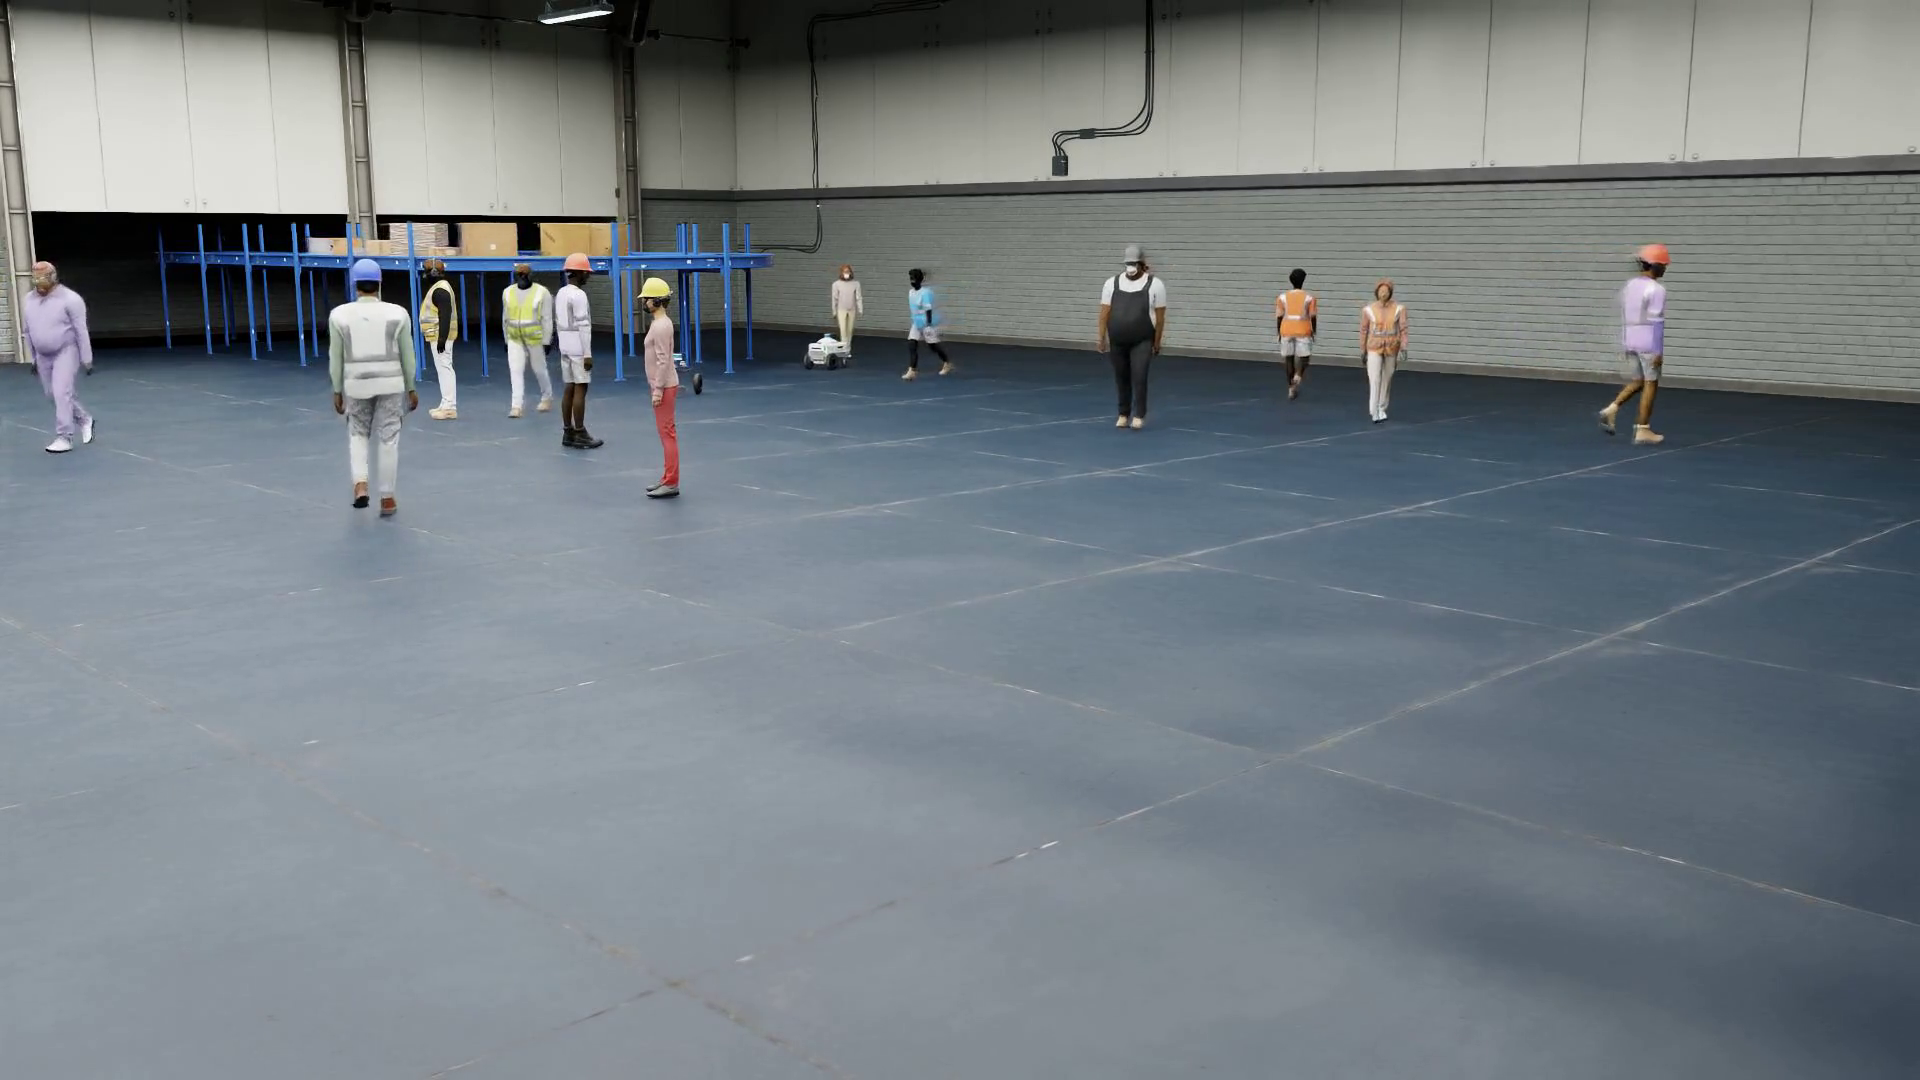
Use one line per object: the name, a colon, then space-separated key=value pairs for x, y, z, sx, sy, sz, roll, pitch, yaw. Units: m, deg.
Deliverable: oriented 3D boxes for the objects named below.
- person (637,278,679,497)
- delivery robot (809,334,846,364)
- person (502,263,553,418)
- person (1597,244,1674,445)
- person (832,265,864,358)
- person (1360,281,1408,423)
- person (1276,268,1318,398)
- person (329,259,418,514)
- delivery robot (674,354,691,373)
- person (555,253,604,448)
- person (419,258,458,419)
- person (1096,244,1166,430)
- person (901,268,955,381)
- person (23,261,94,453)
person: x=-2.448 y=-1.241 z=13.548 sx=0.315 sy=1.769 sz=0.525 roll=-2 pitch=11 yaw=-9
delivery robot: x=-2.118 y=-3.051 z=26.582 sx=0.477 sy=0.478 sz=0.707 roll=5 pitch=12 yaw=25
person: x=-5.108 y=-2.387 z=19.743 sx=0.630 sy=1.798 sz=0.941 roll=1 pitch=10 yaw=6
person: x=6.899 y=-1.982 z=16.879 sx=0.583 sy=2.022 sz=0.624 roll=-2 pitch=11 yaw=-11
person: x=-1.927 y=-3.922 z=28.648 sx=0.503 sy=1.588 sz=0.849 roll=-3 pitch=11 yaw=-17
person: x=4.809 y=-2.139 z=18.905 sx=0.512 sy=1.594 sz=0.864 roll=1 pitch=10 yaw=5
person: x=4.352 y=-2.678 z=21.577 sx=0.549 sy=1.683 sz=0.470 roll=4 pitch=11 yaw=21
person: x=-4.442 y=-1.161 z=12.642 sx=0.625 sy=1.930 sz=0.431 roll=-2 pitch=11 yaw=-12
delivery robot: x=-3.743 y=-2.360 z=22.104 sx=0.335 sy=0.223 sz=0.698 roll=0 pitch=10 yaw=2
person: x=-3.826 y=-1.906 z=16.710 sx=0.378 sy=1.932 sz=0.551 roll=-8 pitch=13 yaw=-37
person: x=-6.055 y=-2.339 z=19.327 sx=0.429 sy=1.841 sz=0.634 roll=-4 pitch=11 yaw=-19
person: x=1.846 y=-2.211 z=18.203 sx=0.702 sy=2.000 sz=0.842 roll=4 pitch=11 yaw=20
person: x=-0.465 y=-3.196 z=24.573 sx=0.853 sy=1.646 sz=0.536 roll=-8 pitch=13 yaw=-38
person: x=-8.903 y=-1.829 z=16.503 sx=0.671 sy=1.870 sz=0.767 roll=2 pitch=11 yaw=11
